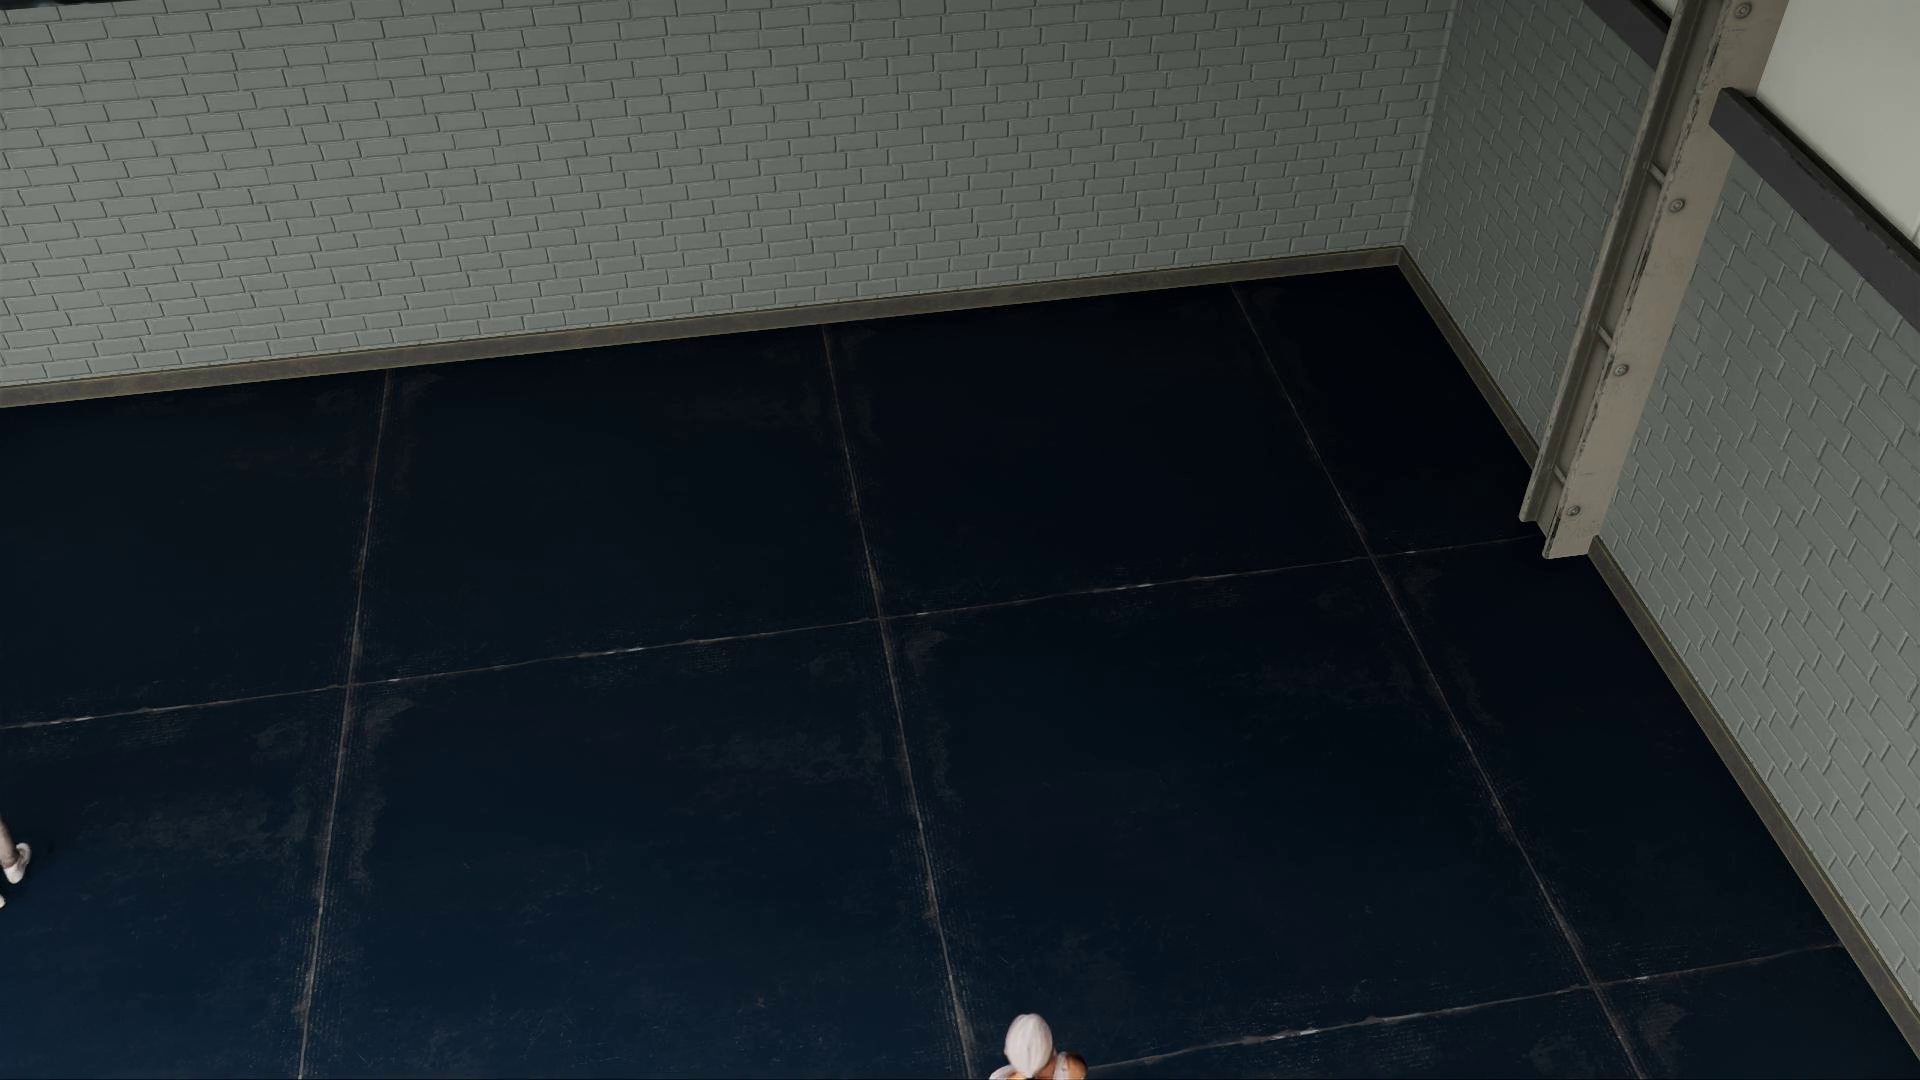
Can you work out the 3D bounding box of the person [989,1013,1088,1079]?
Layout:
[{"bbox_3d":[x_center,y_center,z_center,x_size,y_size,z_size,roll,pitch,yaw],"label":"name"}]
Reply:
[{"bbox_3d":[0.282,2.357,6.393,0.656,1.704,0.621,-18,46,-18],"label":"person"}]
